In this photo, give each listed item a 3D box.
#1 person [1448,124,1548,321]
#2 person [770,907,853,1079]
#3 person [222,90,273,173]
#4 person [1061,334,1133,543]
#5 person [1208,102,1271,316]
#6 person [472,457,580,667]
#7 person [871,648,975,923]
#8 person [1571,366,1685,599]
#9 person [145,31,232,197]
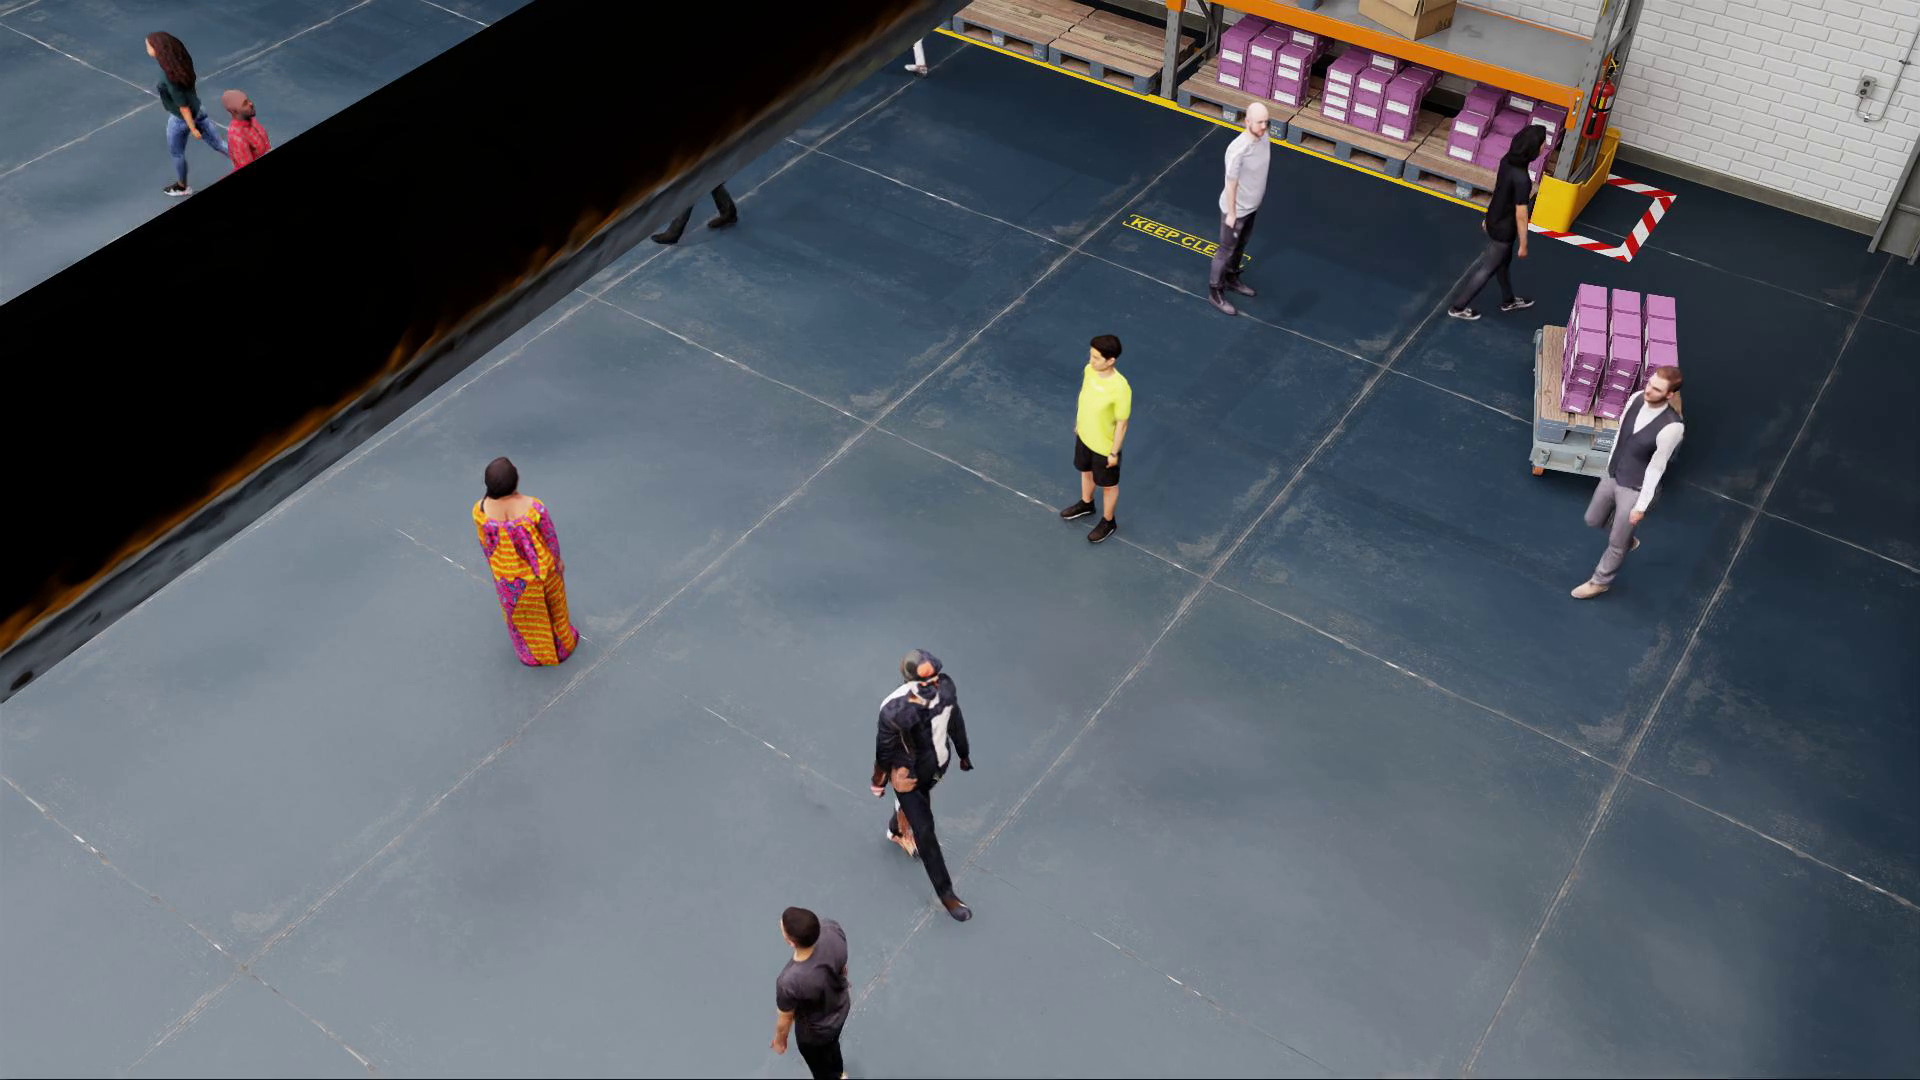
[{"bbox_3d":[4.339,-2.542,13.483,1.104,1.806,0.993,-1,44,-1],"label":"person"},{"bbox_3d":[-0.639,2.408,8.327,0.624,1.751,0.683,22,48,22],"label":"person"},{"bbox_3d":[-5.899,-2.935,13.892,0.875,1.811,0.830,-3,44,-4],"label":"person"},{"bbox_3d":[0.987,-0.749,11.672,0.746,1.709,0.595,-26,49,-24],"label":"person"},{"bbox_3d":[2.309,-2.768,13.701,0.605,1.833,0.671,30,51,28],"label":"person"},{"bbox_3d":[-2.838,0.112,10.788,0.770,1.681,0.841,-2,44,-2],"label":"person"},{"bbox_3d":[-0.294,1.248,9.468,0.853,1.857,1.144,-33,53,-30],"label":"person"},{"bbox_3d":[4.575,-0.396,11.149,0.939,1.920,0.896,-15,46,-15],"label":"person"},{"bbox_3d":[-6.860,-3.818,14.988,1.169,1.578,1.016,-1,44,-1],"label":"person"}]
